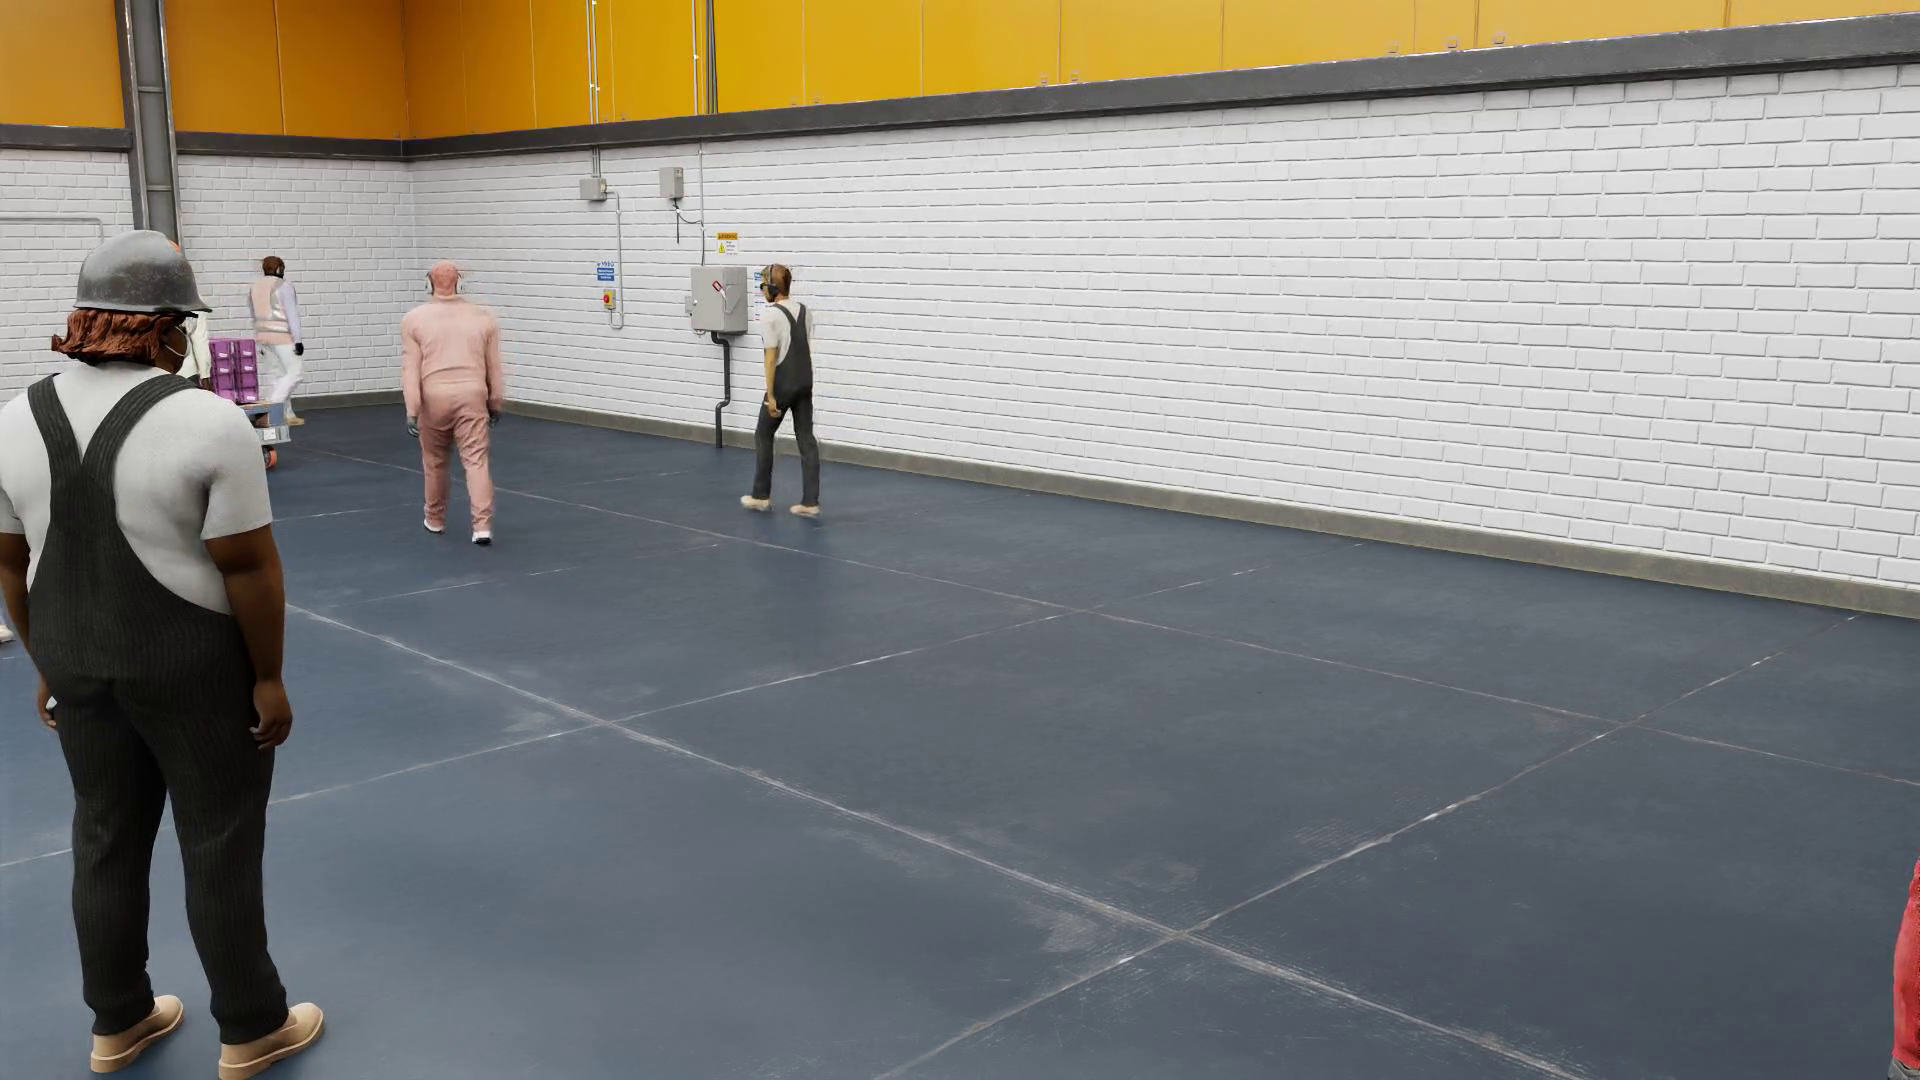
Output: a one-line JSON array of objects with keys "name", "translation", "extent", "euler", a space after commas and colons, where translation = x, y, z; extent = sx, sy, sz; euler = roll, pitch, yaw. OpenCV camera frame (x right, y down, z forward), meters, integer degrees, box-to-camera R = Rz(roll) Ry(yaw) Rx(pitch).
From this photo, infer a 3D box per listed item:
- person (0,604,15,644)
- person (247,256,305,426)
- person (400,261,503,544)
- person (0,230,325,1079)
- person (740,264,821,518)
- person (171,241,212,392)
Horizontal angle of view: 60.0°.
[{"name": "person", "translation": [-4.946, -0.291, 8.111], "extent": [0.727, 1.665, 0.555], "euler": [10, 15, 44]}, {"name": "person", "translation": [-7.224, -2.082, 17.545], "extent": [0.692, 1.811, 0.542], "euler": [5, 11, 25]}, {"name": "person", "translation": [-3.360, -0.910, 11.035], "extent": [0.671, 1.856, 1.009], "euler": [-6, 12, -28]}, {"name": "person", "translation": [-1.908, 0.279, 4.025], "extent": [0.688, 2.000, 0.536], "euler": [2, 11, 9]}, {"name": "person", "translation": [-1.309, -1.077, 12.026], "extent": [0.844, 1.808, 0.532], "euler": [10, 14, 44]}, {"name": "person", "translation": [-5.851, -1.222, 12.340], "extent": [0.614, 1.990, 0.392], "euler": [0, 10, 2]}]
